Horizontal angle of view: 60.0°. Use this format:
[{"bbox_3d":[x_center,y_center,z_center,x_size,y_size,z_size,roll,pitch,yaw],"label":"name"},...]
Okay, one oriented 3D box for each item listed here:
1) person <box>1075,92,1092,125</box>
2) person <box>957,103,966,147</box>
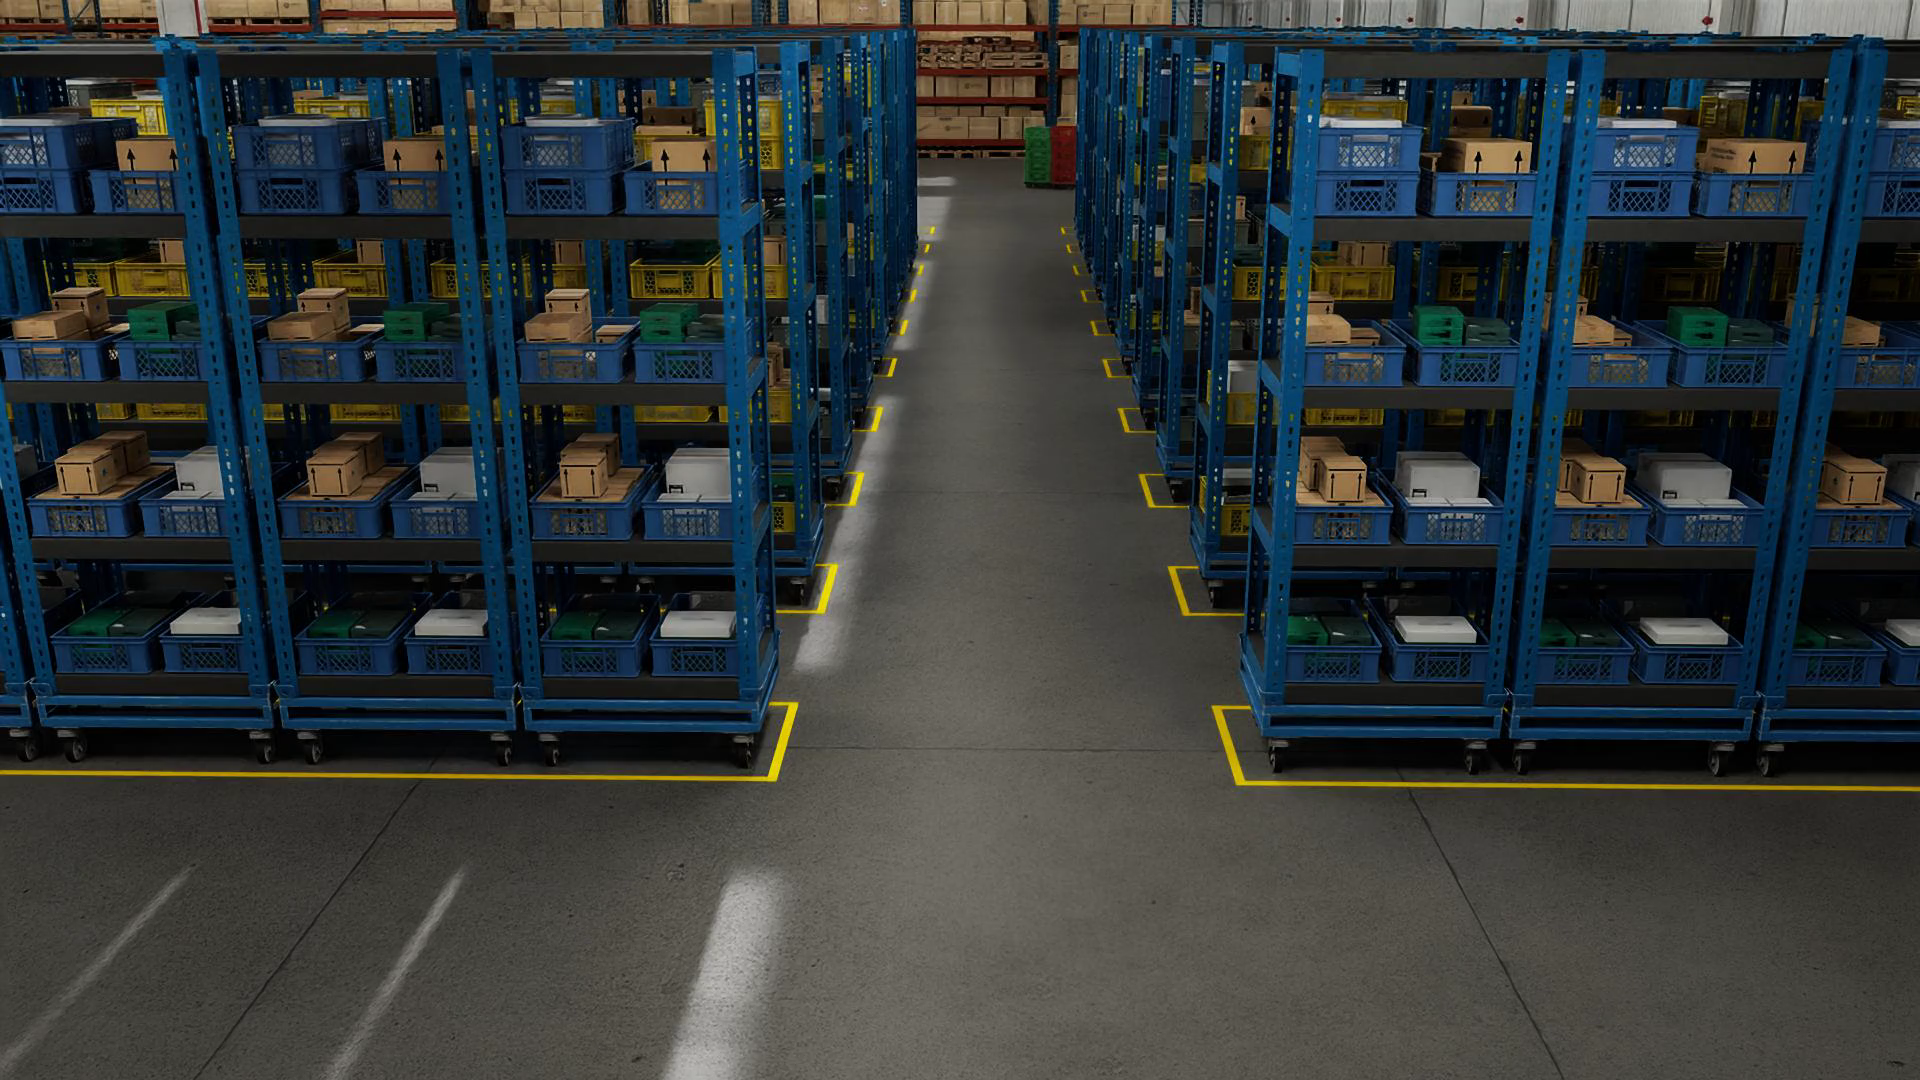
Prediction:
[{"bbox_3d":[3.174,-10.594,42.940,0.402,1.944,0.605,-12,21,-34],"label":"person"},{"bbox_3d":[0.179,-12.609,49.557,0.493,1.822,0.644,4,18,11],"label":"person"}]
